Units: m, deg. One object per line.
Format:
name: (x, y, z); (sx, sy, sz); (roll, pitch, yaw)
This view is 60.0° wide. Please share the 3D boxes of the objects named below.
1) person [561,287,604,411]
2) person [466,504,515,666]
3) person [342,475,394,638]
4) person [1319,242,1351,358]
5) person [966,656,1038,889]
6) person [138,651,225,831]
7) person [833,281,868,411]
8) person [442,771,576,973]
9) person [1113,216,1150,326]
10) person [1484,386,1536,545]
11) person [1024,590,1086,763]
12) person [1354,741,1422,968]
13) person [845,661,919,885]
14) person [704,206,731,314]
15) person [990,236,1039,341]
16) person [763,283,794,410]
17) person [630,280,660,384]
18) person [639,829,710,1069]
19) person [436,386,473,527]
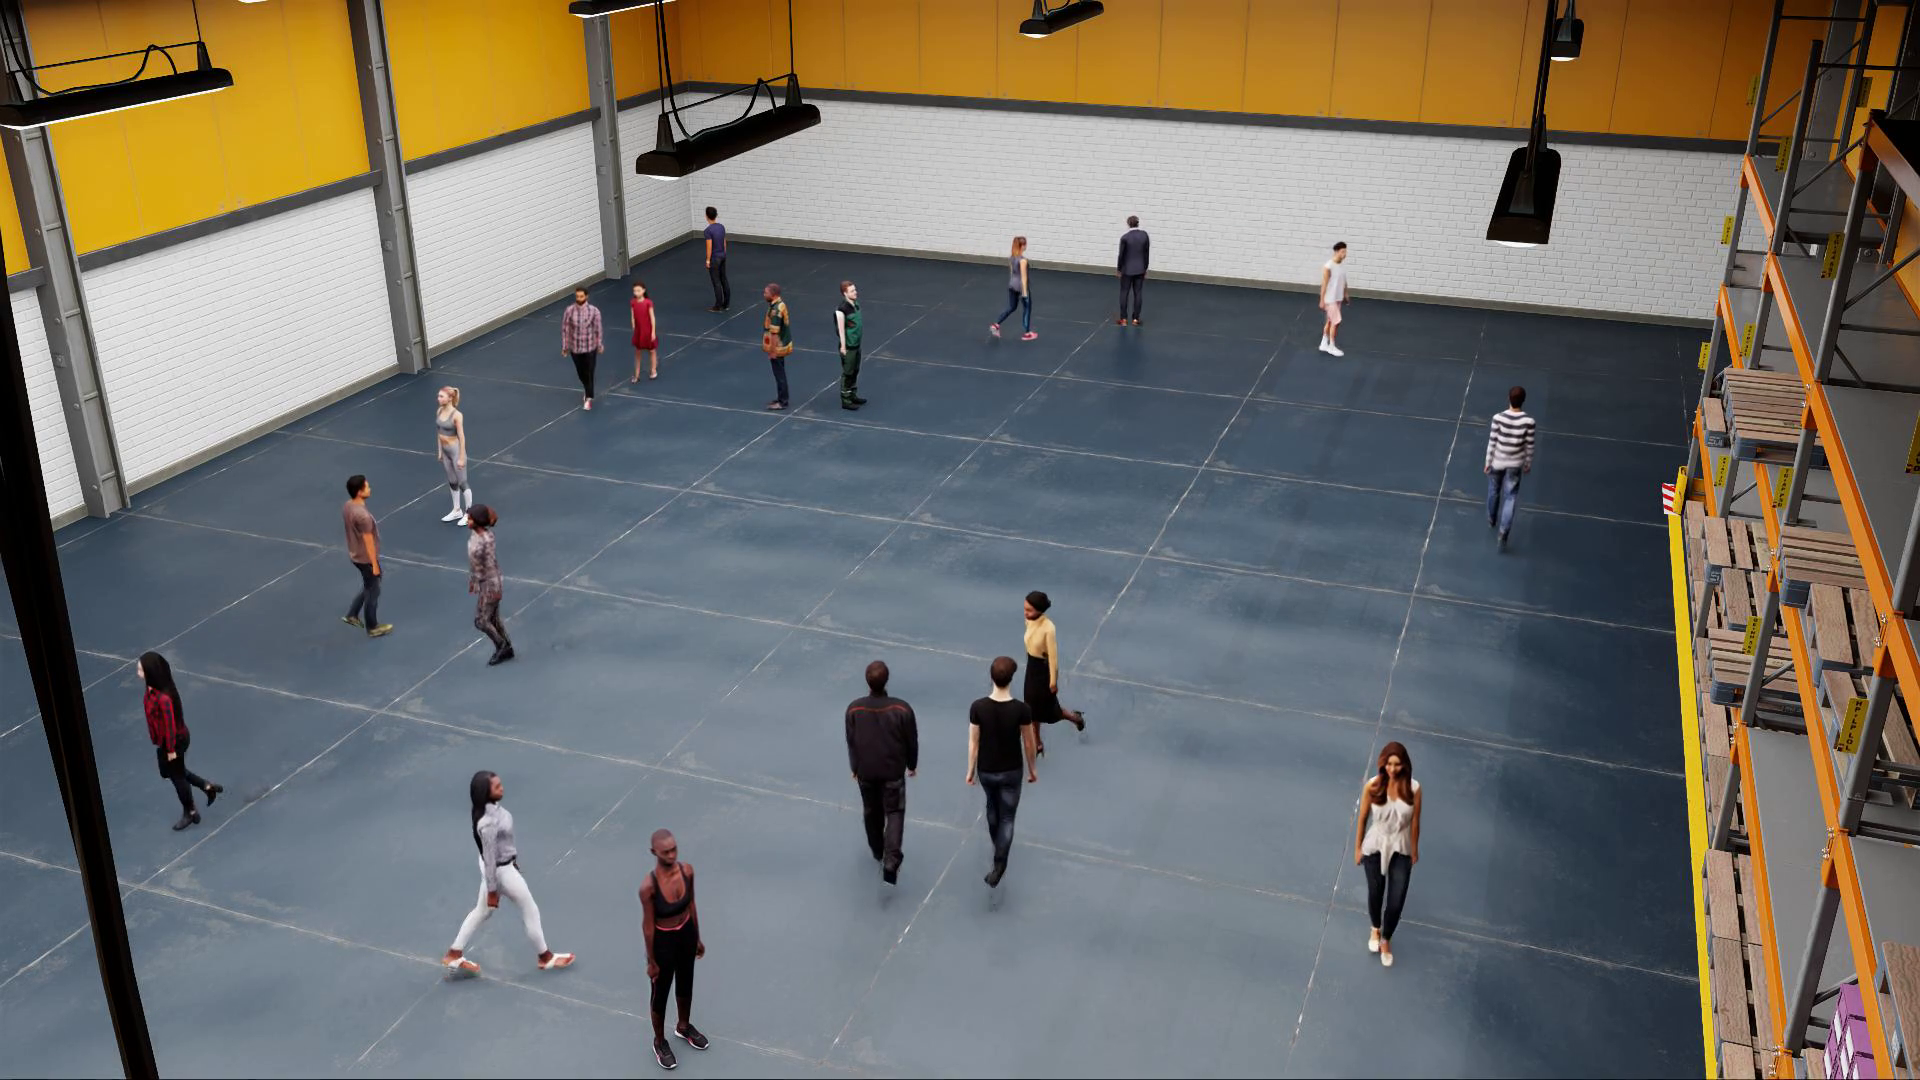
person: (-5.356, -2.762, 23.696); (0.948, 1.728, 1.239); (0, 24, 1)
person: (-4.571, 0.433, 16.418); (0.777, 1.702, 0.726); (-16, 28, -33)
person: (-6.136, 0.191, 16.897); (0.865, 1.763, 0.806); (-17, 29, -33)
person: (5.767, -3.788, 25.986); (0.877, 1.772, 0.821); (21, 31, 39)
person: (0.301, 1.850, 12.975); (0.865, 1.864, 1.237); (2, 24, 5)
person: (-6.437, 1.629, 13.761); (0.836, 1.640, 0.764); (-17, 29, -34)
person: (-1.557, -2.780, 23.594); (0.691, 1.843, 0.507); (8, 25, 17)
person: (-3.389, 2.418, 11.899); (1.099, 1.684, 1.174); (-5, 24, -12)
person: (2.853, -4.438, 27.418); (0.836, 1.817, 0.848); (-2, 24, -5)
person: (6.309, -0.828, 19.168); (0.667, 1.810, 1.172); (9, 25, 19)
person: (0.796, 1.199, 14.749); (0.993, 1.635, 0.901); (-17, 29, -33)
person: (3.135, 2.231, 12.219); (0.658, 1.770, 0.705); (5, 24, 11)
person: (-0.625, 1.842, 13.048); (0.910, 1.819, 1.138); (2, 24, 4)
person: (-4.118, -4.765, 28.200); (0.745, 1.790, 0.551); (15, 28, 31)
person: (0.876, -3.974, 26.500); (1.121, 1.701, 0.985); (-14, 27, -30)
person: (-2.586, -2.755, 23.584); (0.856, 1.804, 0.750); (-2, 24, -5)
person: (-4.669, -3.136, 24.808); (0.691, 1.522, 0.968); (2, 24, 4)
person: (-1.938, 2.697, 11.169); (0.607, 1.758, 0.729); (-22, 32, -40)
person: (-6.002, -1.016, 19.732); (0.617, 1.702, 0.612); (15, 28, 31)
